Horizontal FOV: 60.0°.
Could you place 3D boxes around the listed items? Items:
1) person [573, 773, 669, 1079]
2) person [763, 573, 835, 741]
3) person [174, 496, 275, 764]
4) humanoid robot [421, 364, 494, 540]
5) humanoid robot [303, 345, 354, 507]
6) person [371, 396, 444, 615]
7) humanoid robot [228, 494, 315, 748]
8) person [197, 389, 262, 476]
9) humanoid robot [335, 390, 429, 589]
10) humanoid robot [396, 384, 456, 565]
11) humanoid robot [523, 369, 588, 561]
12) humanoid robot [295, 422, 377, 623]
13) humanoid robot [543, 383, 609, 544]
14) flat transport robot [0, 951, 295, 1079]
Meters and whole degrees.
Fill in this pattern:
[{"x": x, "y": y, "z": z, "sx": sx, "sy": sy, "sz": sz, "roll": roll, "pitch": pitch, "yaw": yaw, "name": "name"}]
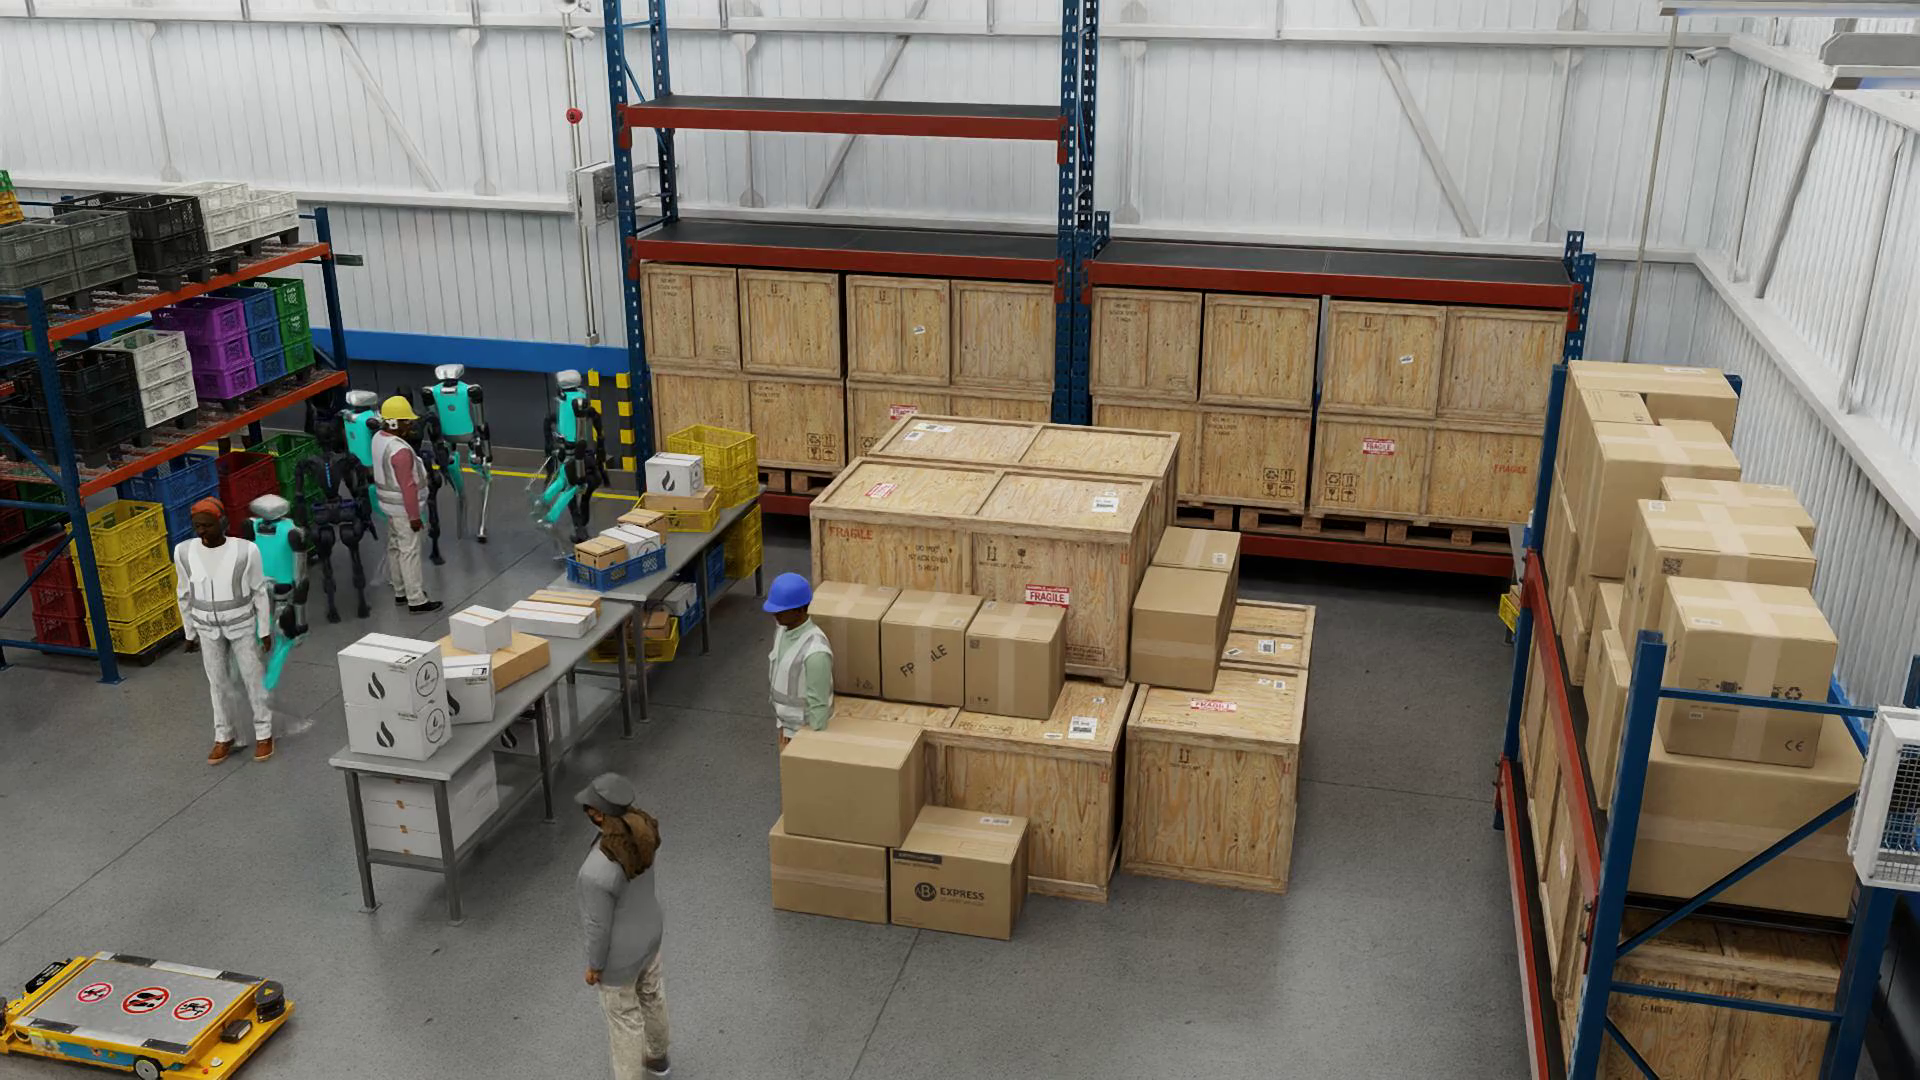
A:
[{"x": -1.599, "y": 1.910, "z": 7.949, "sx": 0.396, "sy": 1.768, "sz": 0.575, "roll": 7, "pitch": 22, "yaw": 17, "name": "person"}, {"x": -0.944, "y": 1.088, "z": 9.868, "sx": 0.410, "sy": 1.939, "sz": 0.606, "roll": -10, "pitch": 23, "yaw": -24, "name": "person"}, {"x": -4.932, "y": 0.609, "z": 11.192, "sx": 0.572, "sy": 1.883, "sz": 0.356, "roll": -2, "pitch": 21, "yaw": -5, "name": "person"}, {"x": -4.474, "y": -0.749, "z": 15.096, "sx": 0.541, "sy": 1.868, "sz": 0.779, "roll": -2, "pitch": 21, "yaw": -4, "name": "humanoid robot"}, {"x": -6.097, "y": -1.065, "z": 15.870, "sx": 0.639, "sy": 1.638, "sz": 0.601, "roll": 4, "pitch": 21, "yaw": 11, "name": "humanoid robot"}, {"x": -4.549, "y": -0.287, "z": 13.616, "sx": 0.404, "sy": 1.825, "sz": 0.590, "roll": -16, "pitch": 26, "yaw": -35, "name": "person"}, {"x": -4.843, "y": 0.634, "z": 11.377, "sx": 0.554, "sy": 1.783, "sz": 0.833, "roll": 10, "pitch": 23, "yaw": 25, "name": "humanoid robot"}, {"x": -7.075, "y": -1.351, "z": 16.098, "sx": 0.615, "sy": 2.041, "sz": 0.376, "roll": -9, "pitch": 23, "yaw": -21, "name": "person"}, {"x": -4.833, "y": -0.445, "z": 14.150, "sx": 0.537, "sy": 1.799, "sz": 0.668, "roll": 14, "pitch": 25, "yaw": 32, "name": "humanoid robot"}, {"x": -4.727, "y": -0.559, "z": 14.531, "sx": 0.592, "sy": 1.655, "sz": 0.362, "roll": -14, "pitch": 25, "yaw": -32, "name": "humanoid robot"}, {"x": -3.540, "y": -0.579, "z": 14.477, "sx": 0.677, "sy": 1.783, "sz": 0.534, "roll": -11, "pitch": 24, "yaw": -27, "name": "humanoid robot"}, {"x": -5.064, "y": -0.147, "z": 13.457, "sx": 0.616, "sy": 1.653, "sz": 0.353, "roll": -7, "pitch": 22, "yaw": -18, "name": "humanoid robot"}, {"x": -3.406, "y": -0.610, "z": 14.754, "sx": 0.588, "sy": 1.646, "sz": 0.775, "roll": -13, "pitch": 24, "yaw": -30, "name": "humanoid robot"}, {"x": -4.270, "y": 2.464, "z": 8.601, "sx": 1.431, "sy": 0.231, "sz": 0.659, "roll": 5, "pitch": 22, "yaw": 13, "name": "flat transport robot"}]
